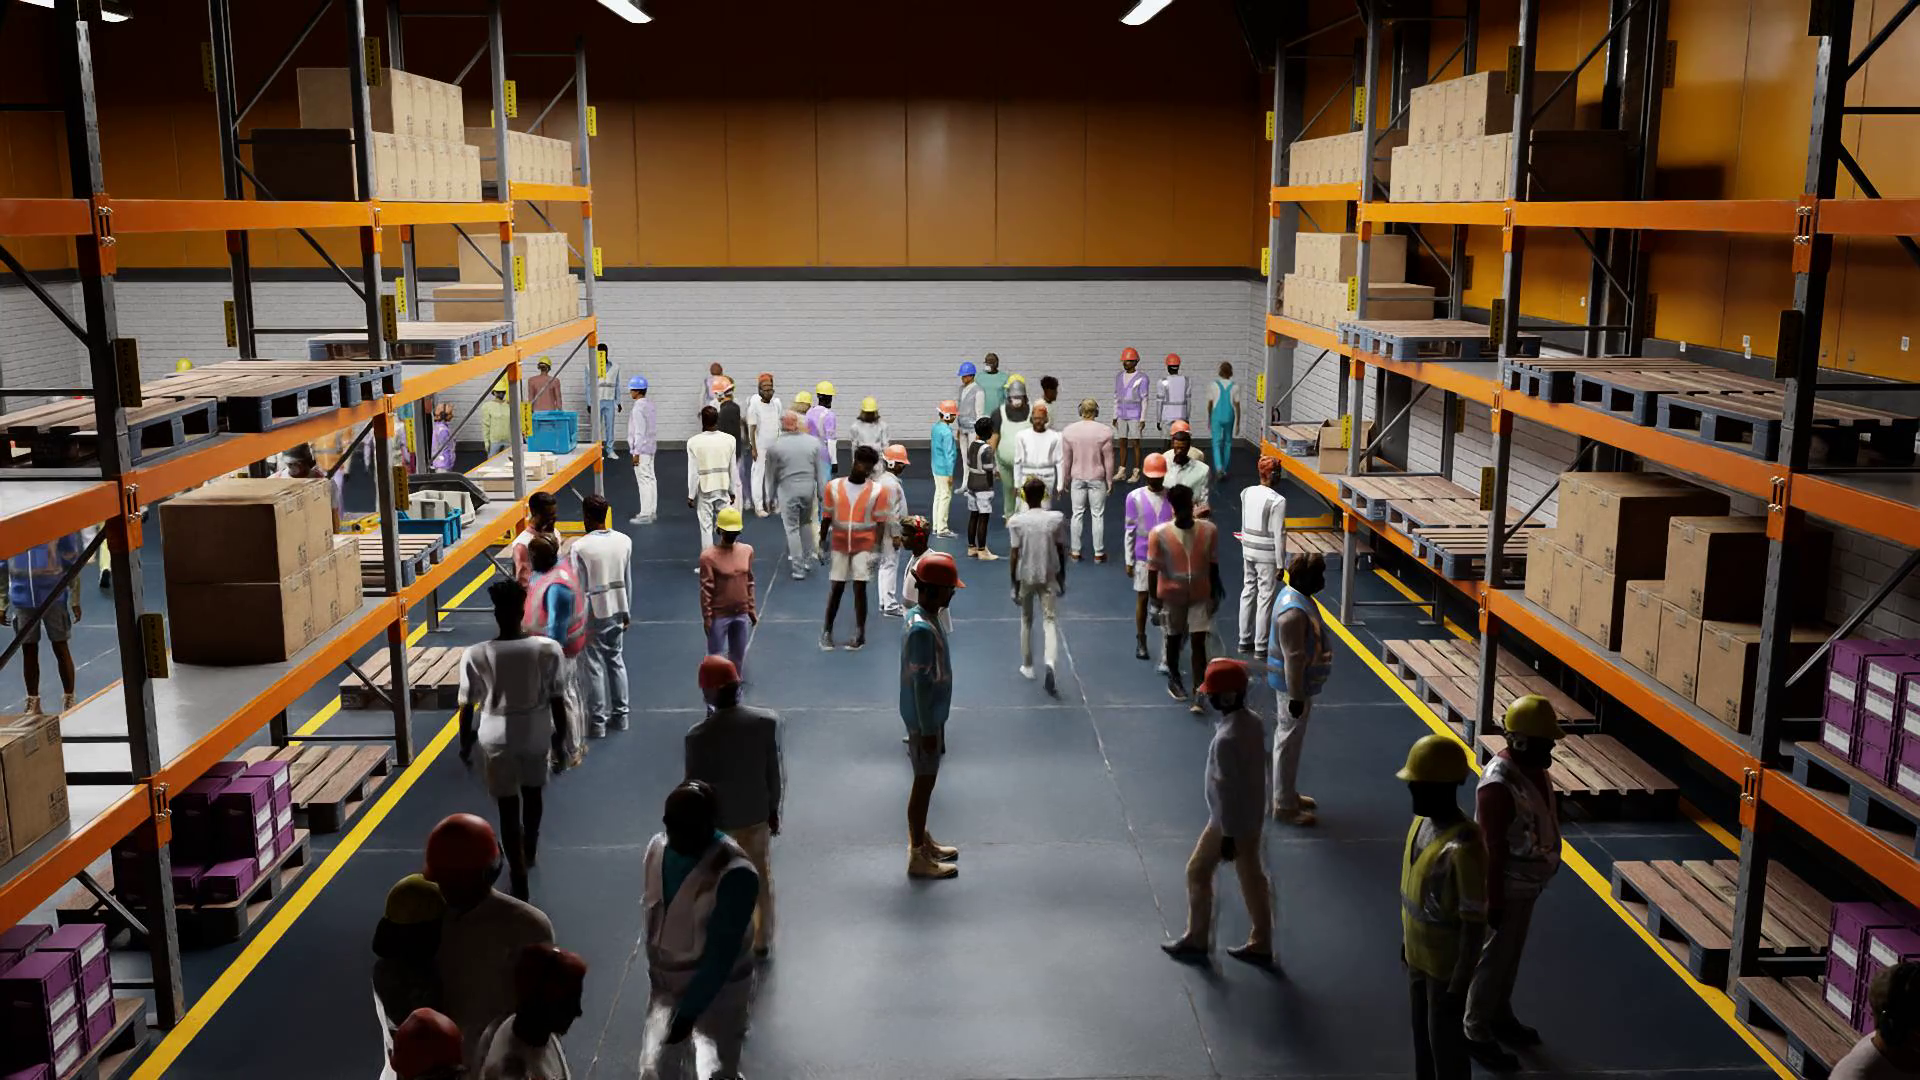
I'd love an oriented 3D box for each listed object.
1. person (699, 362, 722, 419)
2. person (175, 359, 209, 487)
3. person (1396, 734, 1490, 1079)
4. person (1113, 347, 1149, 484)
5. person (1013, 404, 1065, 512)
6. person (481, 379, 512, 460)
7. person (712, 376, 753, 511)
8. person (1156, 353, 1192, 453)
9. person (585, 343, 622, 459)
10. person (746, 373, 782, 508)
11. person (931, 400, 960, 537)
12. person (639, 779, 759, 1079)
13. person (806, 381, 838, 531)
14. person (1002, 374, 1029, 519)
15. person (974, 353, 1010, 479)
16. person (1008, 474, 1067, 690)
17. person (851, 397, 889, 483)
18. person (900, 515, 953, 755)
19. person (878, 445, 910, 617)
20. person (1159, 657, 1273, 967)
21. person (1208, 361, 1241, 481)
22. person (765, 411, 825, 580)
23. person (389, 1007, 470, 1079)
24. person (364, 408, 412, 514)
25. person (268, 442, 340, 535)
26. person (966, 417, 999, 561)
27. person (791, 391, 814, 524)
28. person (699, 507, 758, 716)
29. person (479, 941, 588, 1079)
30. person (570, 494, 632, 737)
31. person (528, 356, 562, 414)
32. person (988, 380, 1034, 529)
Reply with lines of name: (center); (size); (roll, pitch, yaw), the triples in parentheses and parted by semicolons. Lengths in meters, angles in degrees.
person: (-4.013, -2.108, 27.291); (0.569, 1.605, 0.719); (1, 11, 5)
person: (-11.350, -1.716, 24.529); (0.594, 1.922, 0.377); (-3, 12, -17)
person: (2.017, 1.758, 7.101); (0.382, 1.924, 0.594); (-1, 11, -6)
person: (2.541, -1.870, 25.003); (0.605, 2.045, 0.376); (10, 15, 41)
person: (0.900, -0.617, 19.171); (0.606, 1.859, 0.774); (1, 11, 6)
person: (-6.405, -1.373, 23.208); (0.523, 1.769, 0.323); (-10, 15, -40)
person: (-3.088, -1.303, 22.649); (0.538, 1.850, 0.463); (-4, 12, -20)
person: (3.238, -1.867, 25.293); (0.547, 1.933, 0.379); (-2, 11, -9)
person: (-5.868, -2.278, 27.359); (0.587, 1.920, 0.391); (-6, 13, -29)
person: (-2.675, -1.352, 22.842); (0.570, 1.876, 0.349); (6, 13, 29)
person: (-0.174, -0.894, 20.878); (0.350, 1.739, 0.575); (-4, 12, -17)
person: (-1.116, 1.864, 6.848); (0.642, 1.824, 0.513); (8, 14, 36)
person: (-1.744, -1.075, 21.335); (0.393, 1.918, 0.586); (-8, 14, -35)
person: (0.751, -1.243, 22.144); (0.356, 1.929, 0.592); (2, 11, 9)
person: (0.494, -1.889, 25.369); (0.629, 1.936, 0.372); (3, 12, 14)
person: (0.681, 0.357, 14.354); (0.528, 1.842, 0.807); (0, 11, -2)
person: (-1.163, -0.996, 21.437); (0.491, 1.724, 0.668); (-2, 11, -9)
person: (-0.257, 0.712, 12.591); (0.392, 1.836, 0.561); (-2, 11, -8)
person: (-0.668, -0.102, 16.890); (0.337, 1.743, 0.560); (-2, 11, -10)
person: (1.404, 1.470, 9.049); (0.744, 1.717, 0.594); (6, 13, 28)
person: (4.010, -1.801, 25.239); (0.497, 1.817, 0.791); (1, 11, 3)
person: (-1.895, -0.515, 18.668); (0.675, 1.862, 0.819); (-6, 13, -28)
person: (-1.566, 2.254, 5.050); (0.343, 1.749, 0.572); (11, 15, 43)
person: (-7.463, -0.984, 21.721); (0.574, 1.612, 0.707); (-5, 12, -23)
person: (-6.088, 0.046, 15.401); (0.672, 2.000, 0.536); (-3, 12, -15)
person: (0.261, -0.602, 19.521); (0.317, 1.693, 0.540); (-5, 13, -25)
person: (-2.054, -1.079, 21.813); (0.311, 1.736, 0.483); (-7, 13, -31)
person: (-1.840, 0.599, 13.325); (0.527, 1.765, 0.329); (-11, 16, -43)
person: (-1.469, 2.152, 5.325); (0.692, 1.853, 0.587); (-1, 11, -5)
person: (-2.794, 0.588, 13.028); (0.399, 1.906, 0.604); (7, 13, 32)
person: (-6.674, -2.079, 26.783); (0.535, 1.755, 0.342); (-1, 11, -4)
person: (0.711, -1.084, 21.067); (0.697, 2.000, 1.028); (1, 11, 4)
